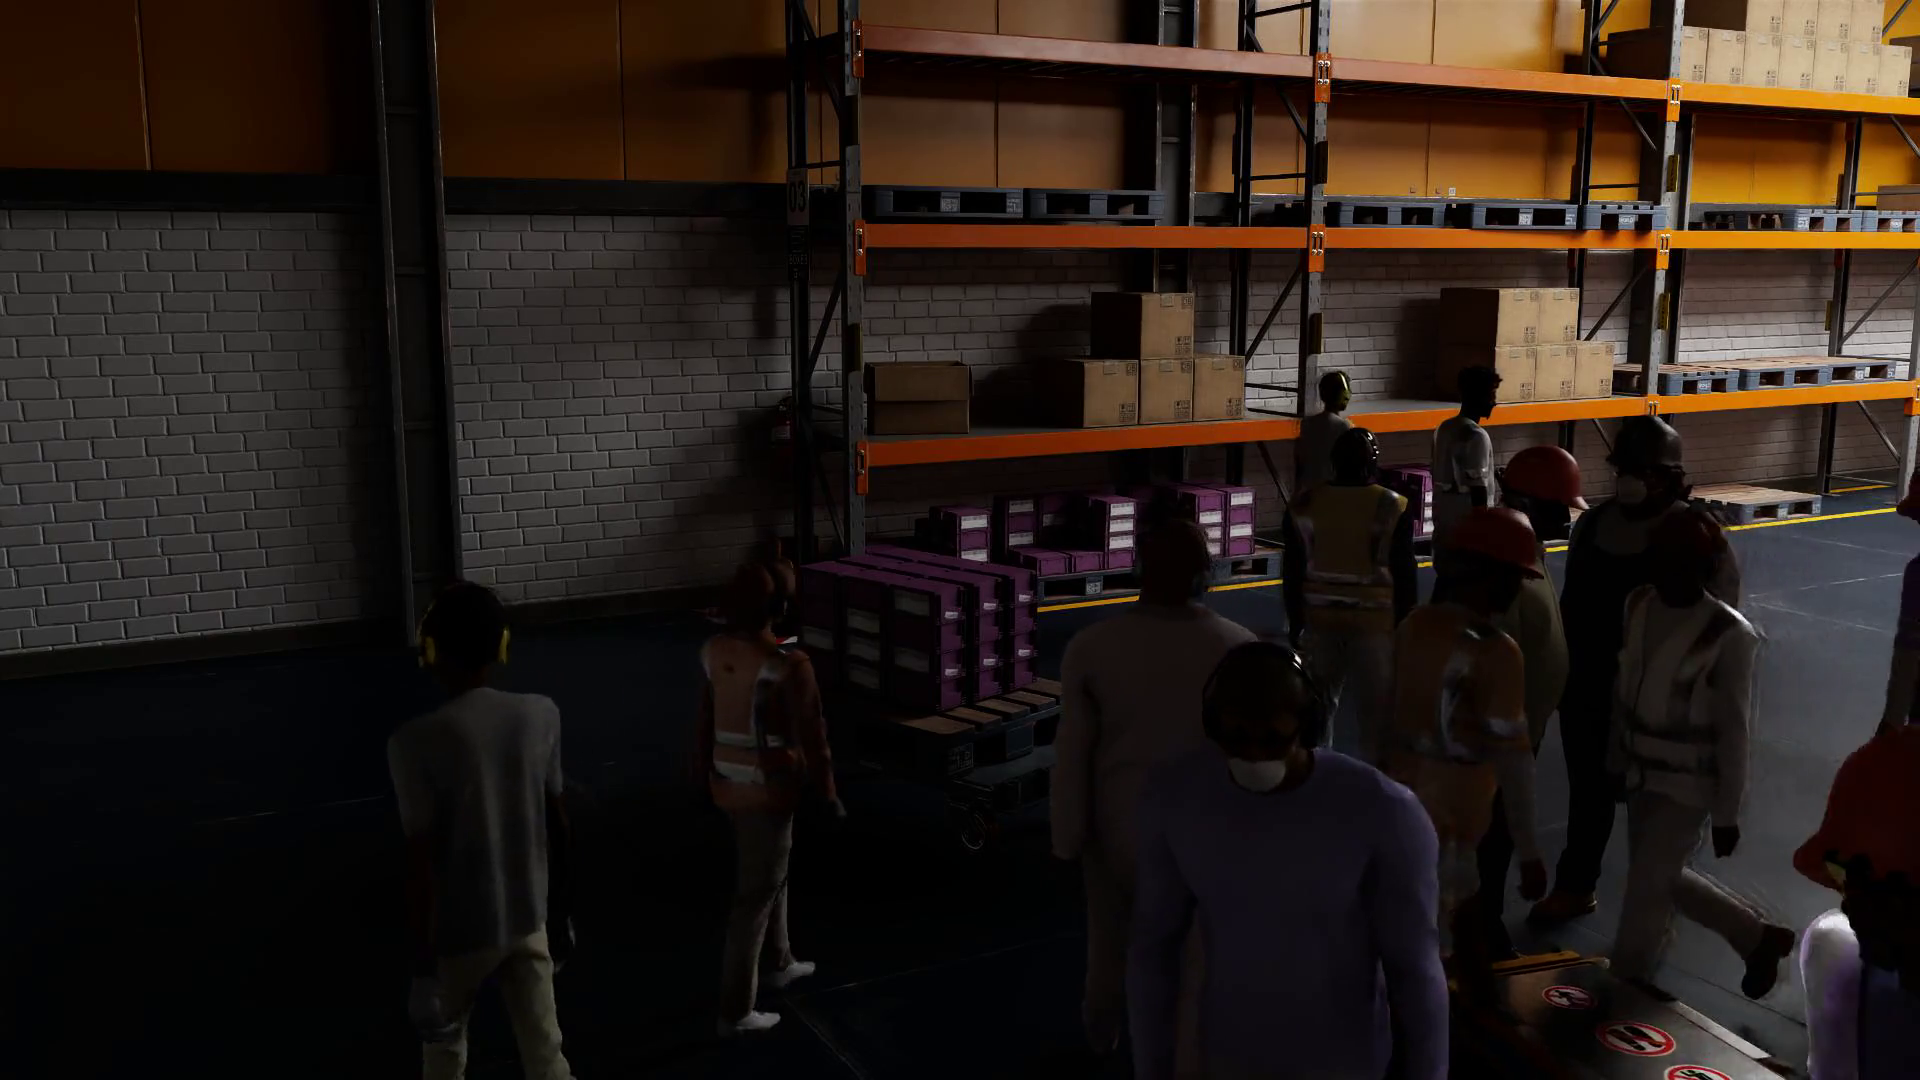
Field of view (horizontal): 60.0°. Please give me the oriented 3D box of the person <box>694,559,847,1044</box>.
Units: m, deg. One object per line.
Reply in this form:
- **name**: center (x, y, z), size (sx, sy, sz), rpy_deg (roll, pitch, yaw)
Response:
- **person**: center (-0.613, 0.867, 5.691), size (0.522, 1.613, 0.704), rpy_deg (10, 14, 44)

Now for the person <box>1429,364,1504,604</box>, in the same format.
- **person**: center (3.107, -0.103, 10.261), size (0.369, 1.958, 0.613), rpy_deg (-1, 10, -8)

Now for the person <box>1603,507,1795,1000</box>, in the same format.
- **person**: center (2.433, 0.784, 5.481), size (0.799, 1.851, 0.603), rpy_deg (-2, 10, -12)

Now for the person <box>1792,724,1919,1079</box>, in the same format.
- **person**: center (1.329, 1.242, 2.420), size (1.004, 1.991, 0.651), rpy_deg (-3, 10, -15)

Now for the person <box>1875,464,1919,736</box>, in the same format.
- **person**: center (3.816, 0.624, 6.303), size (0.710, 1.896, 0.364), rpy_deg (-3, 10, -16)

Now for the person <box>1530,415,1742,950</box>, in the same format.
- **person**: center (2.530, 0.539, 6.343), size (0.537, 2.000, 0.688), rpy_deg (-7, 12, -36)

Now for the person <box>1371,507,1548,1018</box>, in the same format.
- **person**: center (1.562, 0.833, 5.123), size (0.992, 1.863, 0.648), rpy_deg (-2, 10, -13)

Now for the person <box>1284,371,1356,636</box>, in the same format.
- **person**: center (2.598, -0.260, 11.566), size (0.957, 1.818, 0.554), rpy_deg (-7, 12, -36)

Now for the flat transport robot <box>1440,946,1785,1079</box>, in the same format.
- **flat transport robot**: center (2.050, 1.617, 5.222), size (0.652, 0.197, 1.431), rpy_deg (-3, 10, -18)

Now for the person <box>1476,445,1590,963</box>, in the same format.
- **person**: center (1.954, 0.653, 5.845), size (0.392, 1.986, 0.610), rpy_deg (4, 11, 24)

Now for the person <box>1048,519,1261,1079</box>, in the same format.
- **person**: center (0.587, 0.859, 5.047), size (0.662, 1.852, 1.000), rpy_deg (0, 10, 0)

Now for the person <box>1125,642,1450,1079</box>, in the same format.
- **person**: center (0.625, 1.124, 3.398), size (0.648, 1.888, 0.822), rpy_deg (6, 12, 32)

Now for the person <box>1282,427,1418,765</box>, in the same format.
- **person**: center (1.816, 0.394, 7.747), size (0.619, 1.845, 0.430), rpy_deg (5, 11, 26)

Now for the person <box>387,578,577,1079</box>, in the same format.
- **person**: center (-1.172, 1.020, 4.258), size (0.969, 1.826, 0.545), rpy_deg (10, 14, 44)
